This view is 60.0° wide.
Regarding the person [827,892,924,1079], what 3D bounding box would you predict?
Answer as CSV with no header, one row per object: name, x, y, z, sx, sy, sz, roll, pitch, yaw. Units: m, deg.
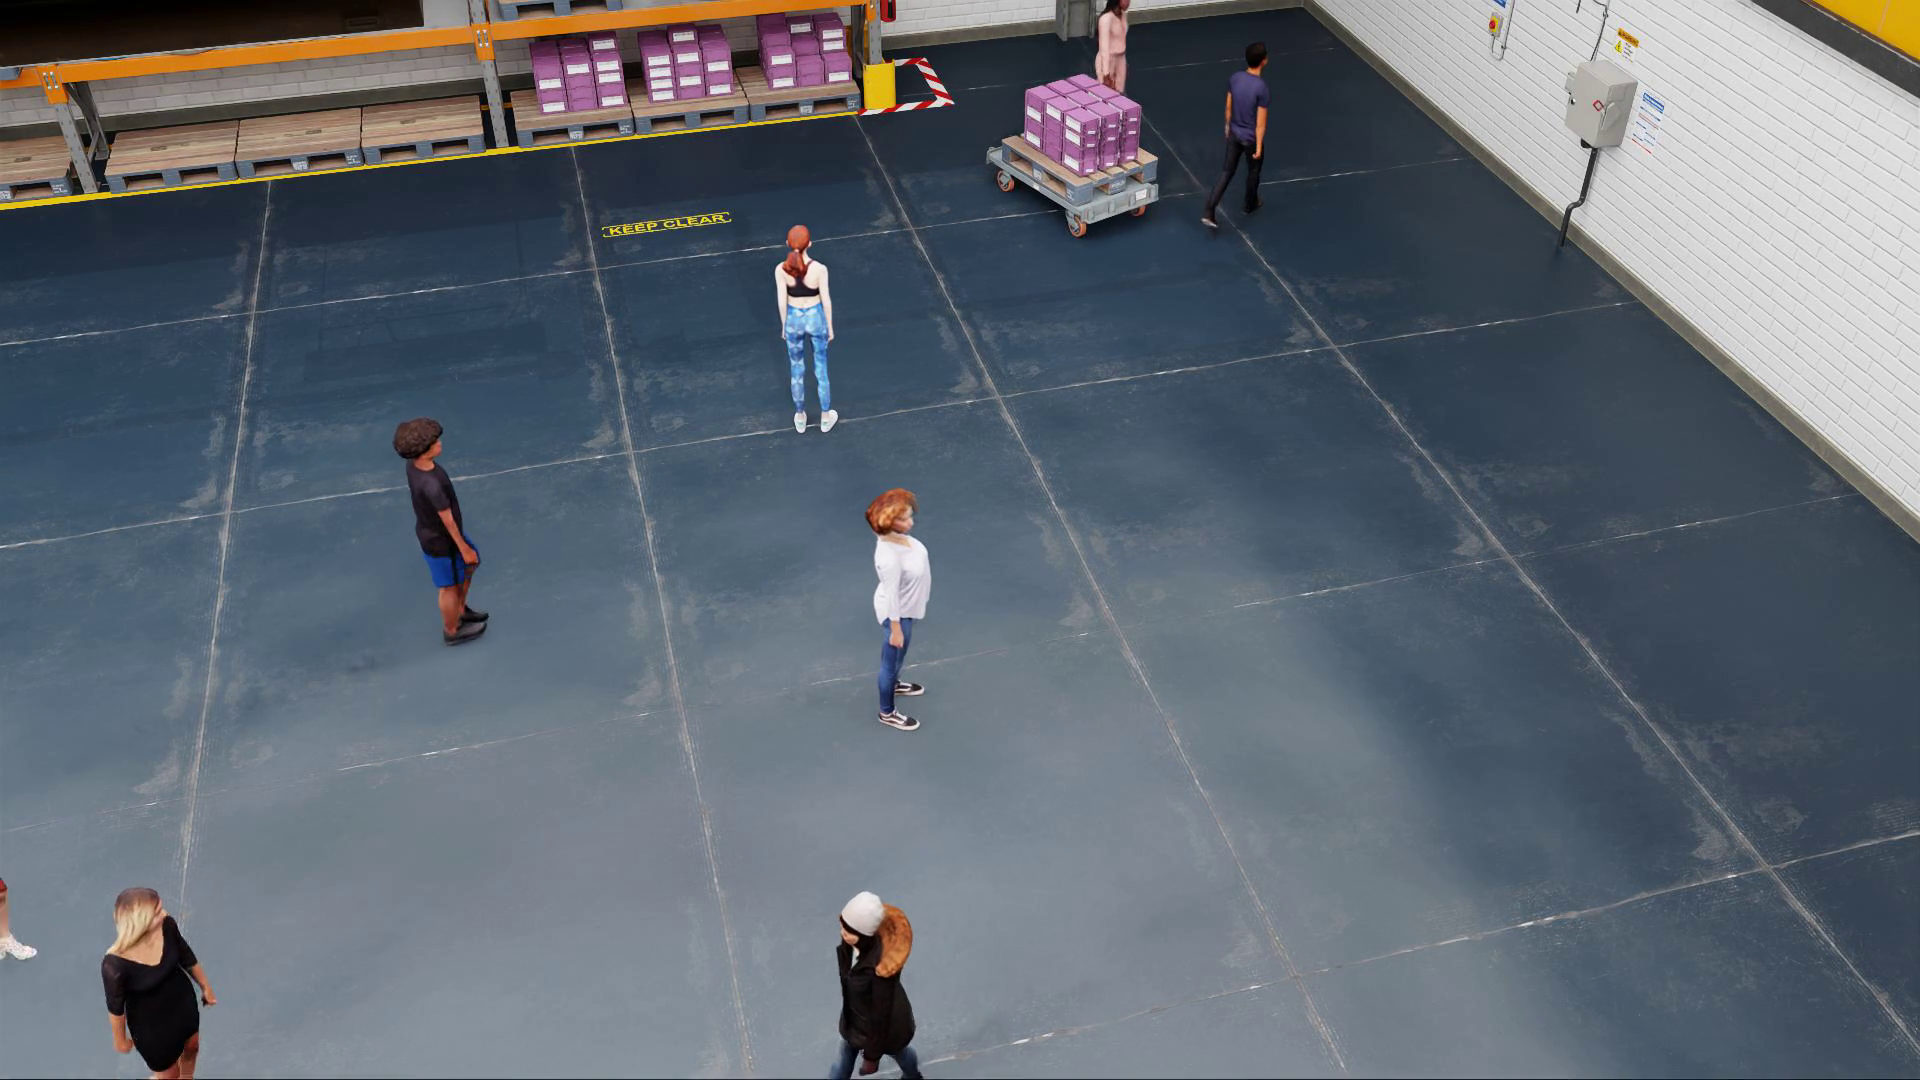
person,-0.346,2.258,8.080,1.054,1.605,0.846,-26,45,-28

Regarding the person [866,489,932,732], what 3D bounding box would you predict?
person,-0.408,0.403,10.316,0.718,1.714,0.716,4,39,5

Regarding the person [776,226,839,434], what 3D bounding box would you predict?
person,-1.181,-1.615,12.785,0.605,1.785,0.693,0,39,0

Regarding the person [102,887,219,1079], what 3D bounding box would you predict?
person,-3.894,2.286,8.012,0.783,1.645,0.754,23,44,26

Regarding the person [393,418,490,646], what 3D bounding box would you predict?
person,-3.438,-0.003,10.767,0.650,1.785,0.654,-18,42,-21

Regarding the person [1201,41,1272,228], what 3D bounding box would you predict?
person,2.575,-3.715,15.433,1.045,1.762,1.228,29,47,31
